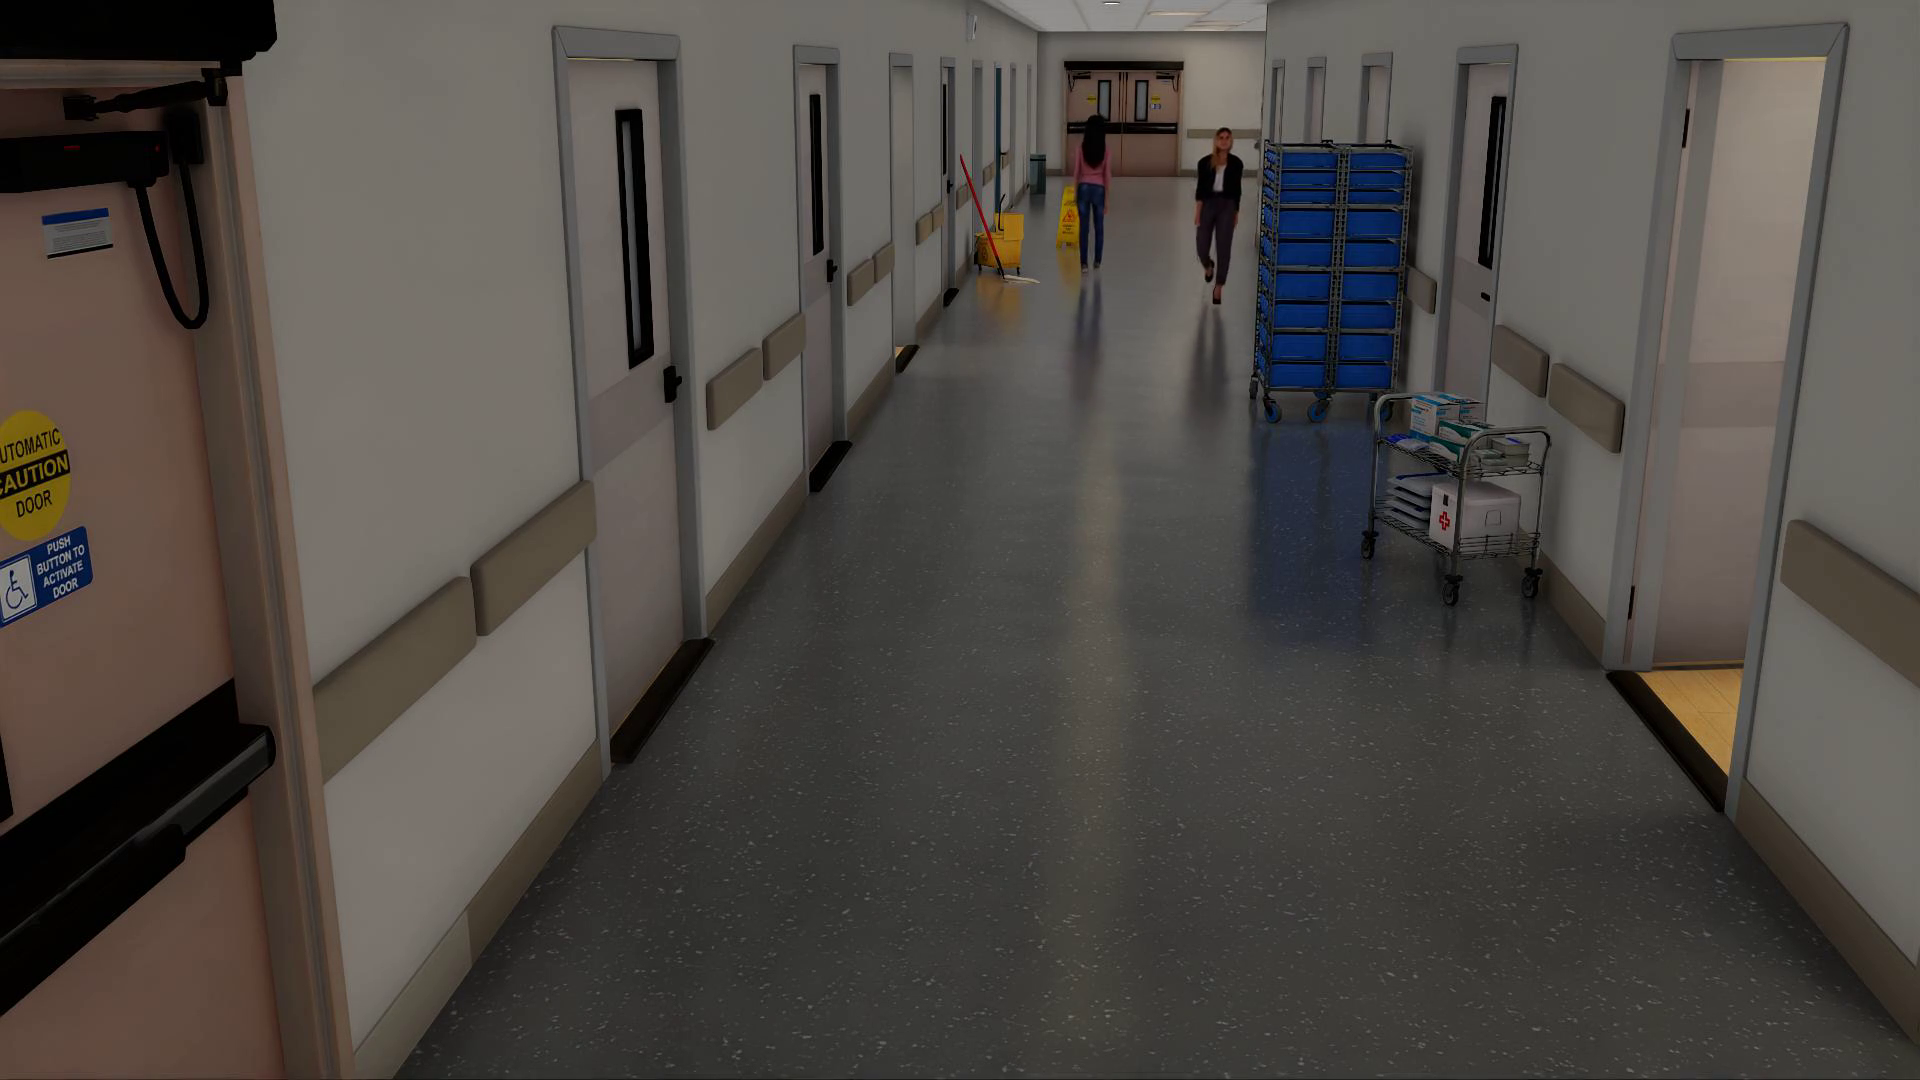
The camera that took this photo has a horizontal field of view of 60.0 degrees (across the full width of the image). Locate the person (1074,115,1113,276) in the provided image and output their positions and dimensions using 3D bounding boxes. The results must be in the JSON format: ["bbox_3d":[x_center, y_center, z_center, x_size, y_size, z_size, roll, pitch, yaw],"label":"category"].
[{"bbox_3d":[1.403,-3.698,18.022,0.589,1.698,1.121,2,16,7],"label":"person"}]

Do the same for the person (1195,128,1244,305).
[{"bbox_3d":[2.473,-3.125,16.072,0.622,1.652,0.924,2,16,7],"label":"person"}]
